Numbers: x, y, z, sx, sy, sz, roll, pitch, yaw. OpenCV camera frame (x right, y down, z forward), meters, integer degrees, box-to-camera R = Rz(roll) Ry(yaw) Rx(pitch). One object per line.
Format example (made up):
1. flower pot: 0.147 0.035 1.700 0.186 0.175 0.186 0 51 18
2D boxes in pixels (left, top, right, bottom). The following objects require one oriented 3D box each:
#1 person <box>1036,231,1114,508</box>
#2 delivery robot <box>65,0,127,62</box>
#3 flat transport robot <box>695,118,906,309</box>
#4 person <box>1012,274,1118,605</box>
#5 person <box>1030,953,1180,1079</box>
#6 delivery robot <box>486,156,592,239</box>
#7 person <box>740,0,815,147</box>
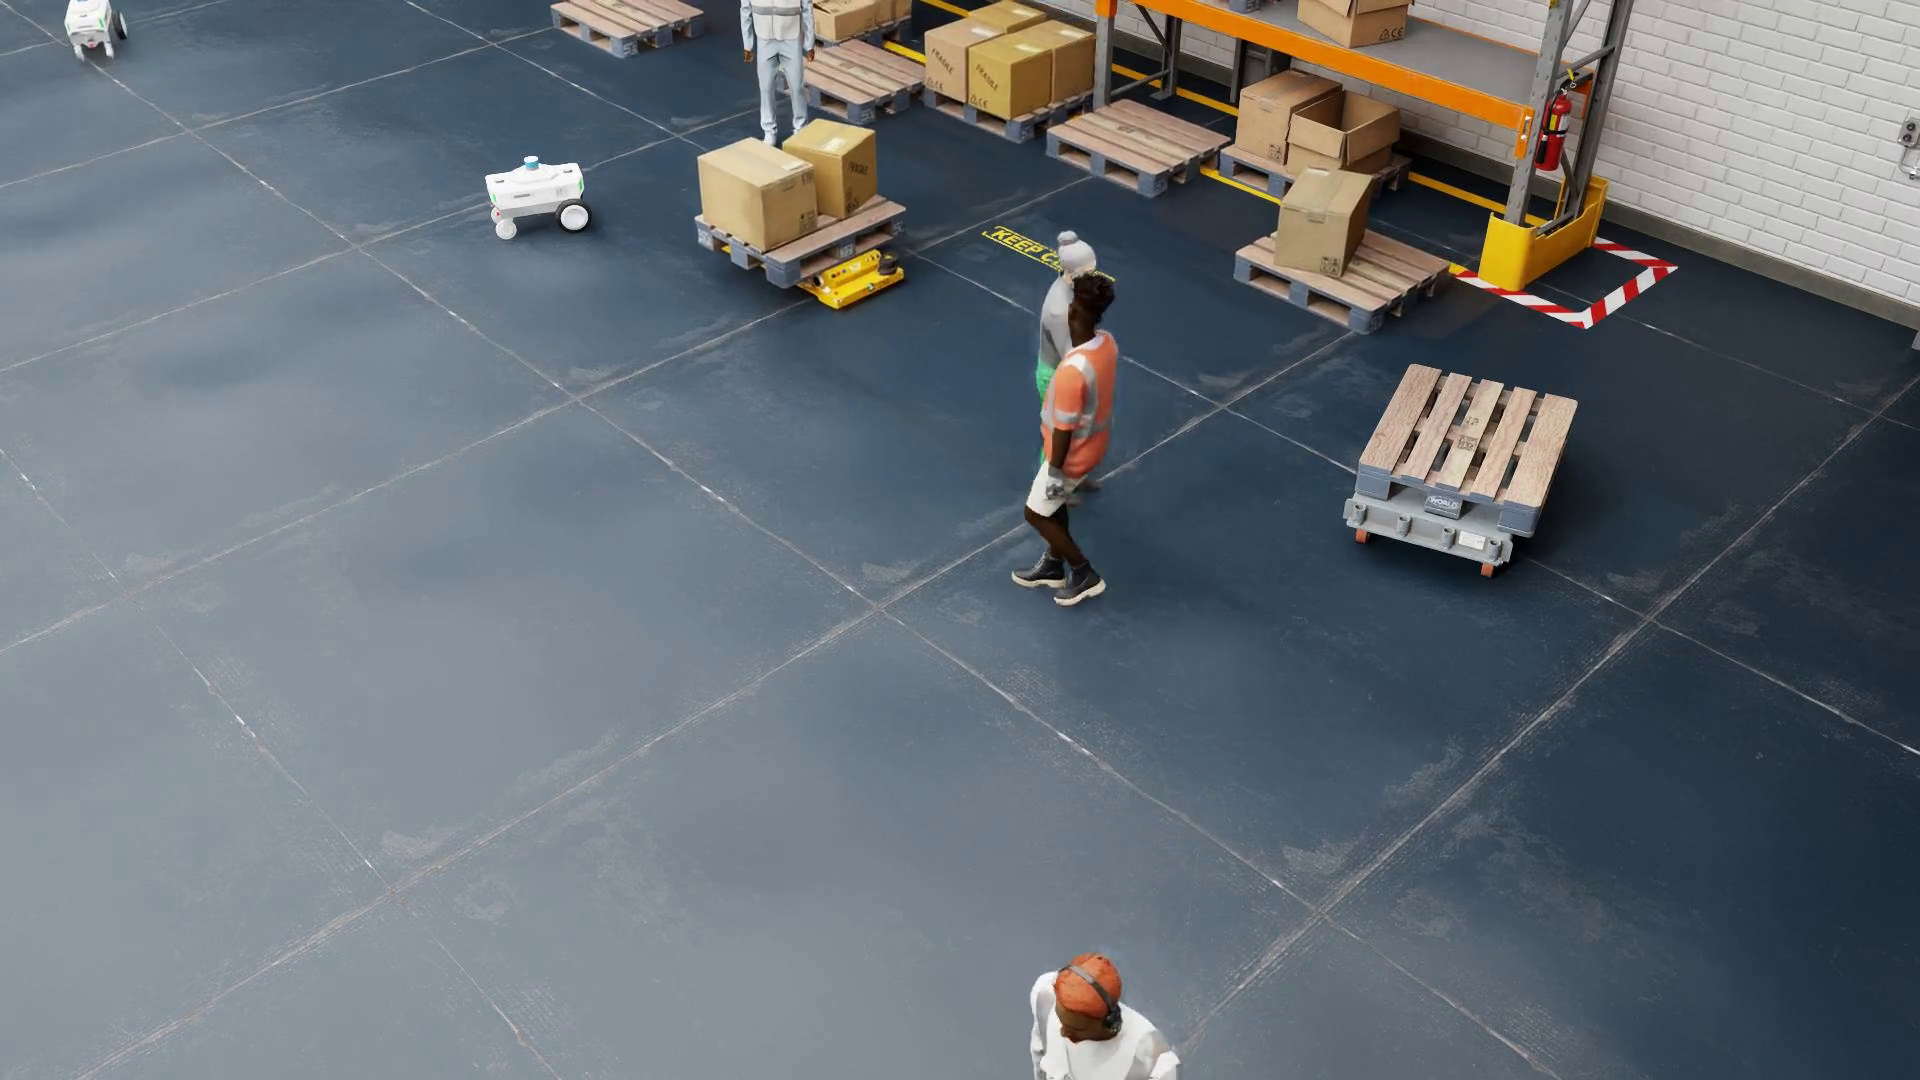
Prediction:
1. person: 0.668 -0.930 9.470 0.488 1.827 0.517 13 39 17
2. delivery robot: -8.263 -4.920 15.811 0.499 0.597 0.779 -11 39 -15
3. flat transport robot: -1.149 -2.141 12.367 1.431 0.231 0.659 31 47 34
4. person: 0.549 -0.498 8.819 0.477 1.920 0.636 12 39 16
5. person: 0.414 2.033 5.523 0.607 1.848 0.849 24 43 28
6. delivery robot: -3.244 -2.657 12.825 0.813 0.609 0.499 -12 39 -16
7. person: -1.479 -4.091 13.590 0.599 1.911 0.387 1 37 1
